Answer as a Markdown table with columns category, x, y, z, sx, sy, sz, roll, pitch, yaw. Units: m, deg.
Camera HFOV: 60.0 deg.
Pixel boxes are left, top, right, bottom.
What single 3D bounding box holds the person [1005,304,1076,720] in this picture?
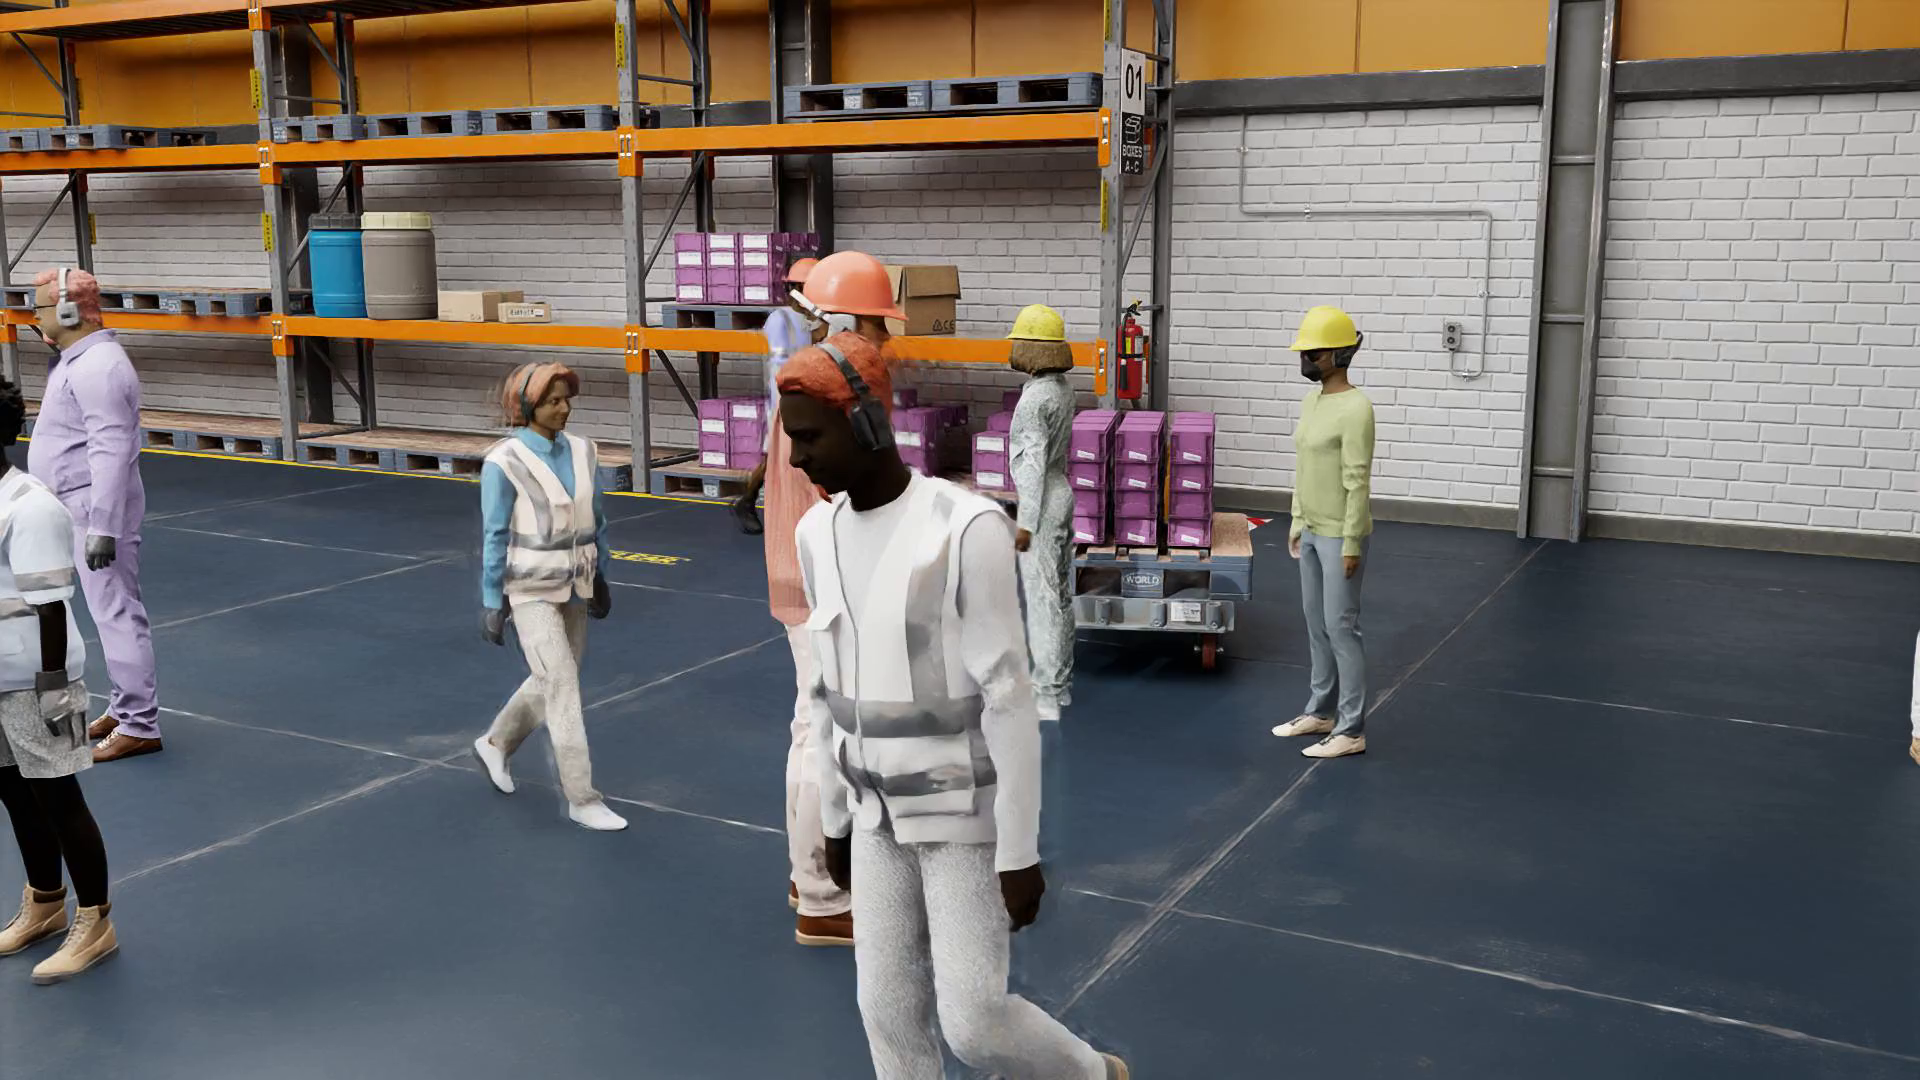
| category | x | y | z | sx | sy | sz | roll | pitch | yaw |
| --- | --- | --- | --- | --- | --- | --- | --- | --- | --- |
| person | 0.326 | -0.112 | 7.002 | 0.296 | 1.744 | 0.487 | 3 | 11 | 17 |

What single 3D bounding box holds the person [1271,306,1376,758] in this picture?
| category | x | y | z | sx | sy | sz | roll | pitch | yaw |
| --- | --- | --- | --- | --- | --- | --- | --- | --- | --- |
| person | 1.429 | -0.028 | 6.511 | 0.338 | 1.760 | 0.531 | -2 | 11 | -11 |

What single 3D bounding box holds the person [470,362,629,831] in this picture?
| category | x | y | z | sx | sy | sz | roll | pitch | yaw |
| --- | --- | --- | --- | --- | --- | --- | --- | --- | --- |
| person | -1.478 | 0.177 | 5.790 | 0.737 | 1.607 | 0.524 | 6 | 12 | 29 |

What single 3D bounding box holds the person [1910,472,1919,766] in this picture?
| category | x | y | z | sx | sy | sz | roll | pitch | yaw |
| --- | --- | --- | --- | --- | --- | --- | --- | --- | --- |
| person | 3.933 | -0.029 | 6.280 | 0.624 | 1.845 | 0.430 | 0 | 10 | 0 |

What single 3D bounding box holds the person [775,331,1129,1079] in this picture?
| category | x | y | z | sx | sy | sz | roll | pitch | yaw |
| --- | --- | --- | --- | --- | --- | --- | --- | --- | --- |
| person | -0.010 | 0.521 | 3.255 | 0.648 | 1.848 | 0.634 | -10 | 14 | -43 |

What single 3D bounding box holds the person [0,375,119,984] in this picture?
| category | x | y | z | sx | sy | sz | roll | pitch | yaw |
| --- | --- | --- | --- | --- | --- | --- | --- | --- | --- |
| person | -2.584 | 0.368 | 4.533 | 0.540 | 1.693 | 0.321 | 7 | 12 | 32 |

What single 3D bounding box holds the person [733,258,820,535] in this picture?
| category | x | y | z | sx | sy | sz | roll | pitch | yaw |
| --- | --- | --- | --- | --- | --- | --- | --- | --- | --- |
| person | -1.134 | -0.927 | 11.072 | 0.956 | 1.898 | 0.554 | 8 | 13 | 38 |

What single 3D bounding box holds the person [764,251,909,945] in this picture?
| category | x | y | z | sx | sy | sz | roll | pitch | yaw |
| --- | --- | --- | --- | --- | --- | --- | --- | --- | --- |
| person | -0.348 | 0.177 | 4.774 | 0.412 | 1.982 | 0.622 | -2 | 11 | -13 |

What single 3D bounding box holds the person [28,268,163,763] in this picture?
| category | x | y | z | sx | sy | sz | roll | pitch | yaw |
| --- | --- | --- | --- | --- | --- | --- | --- | --- | --- |
| person | -3.374 | -0.095 | 6.467 | 0.403 | 1.904 | 0.651 | -6 | 12 | -28 |
